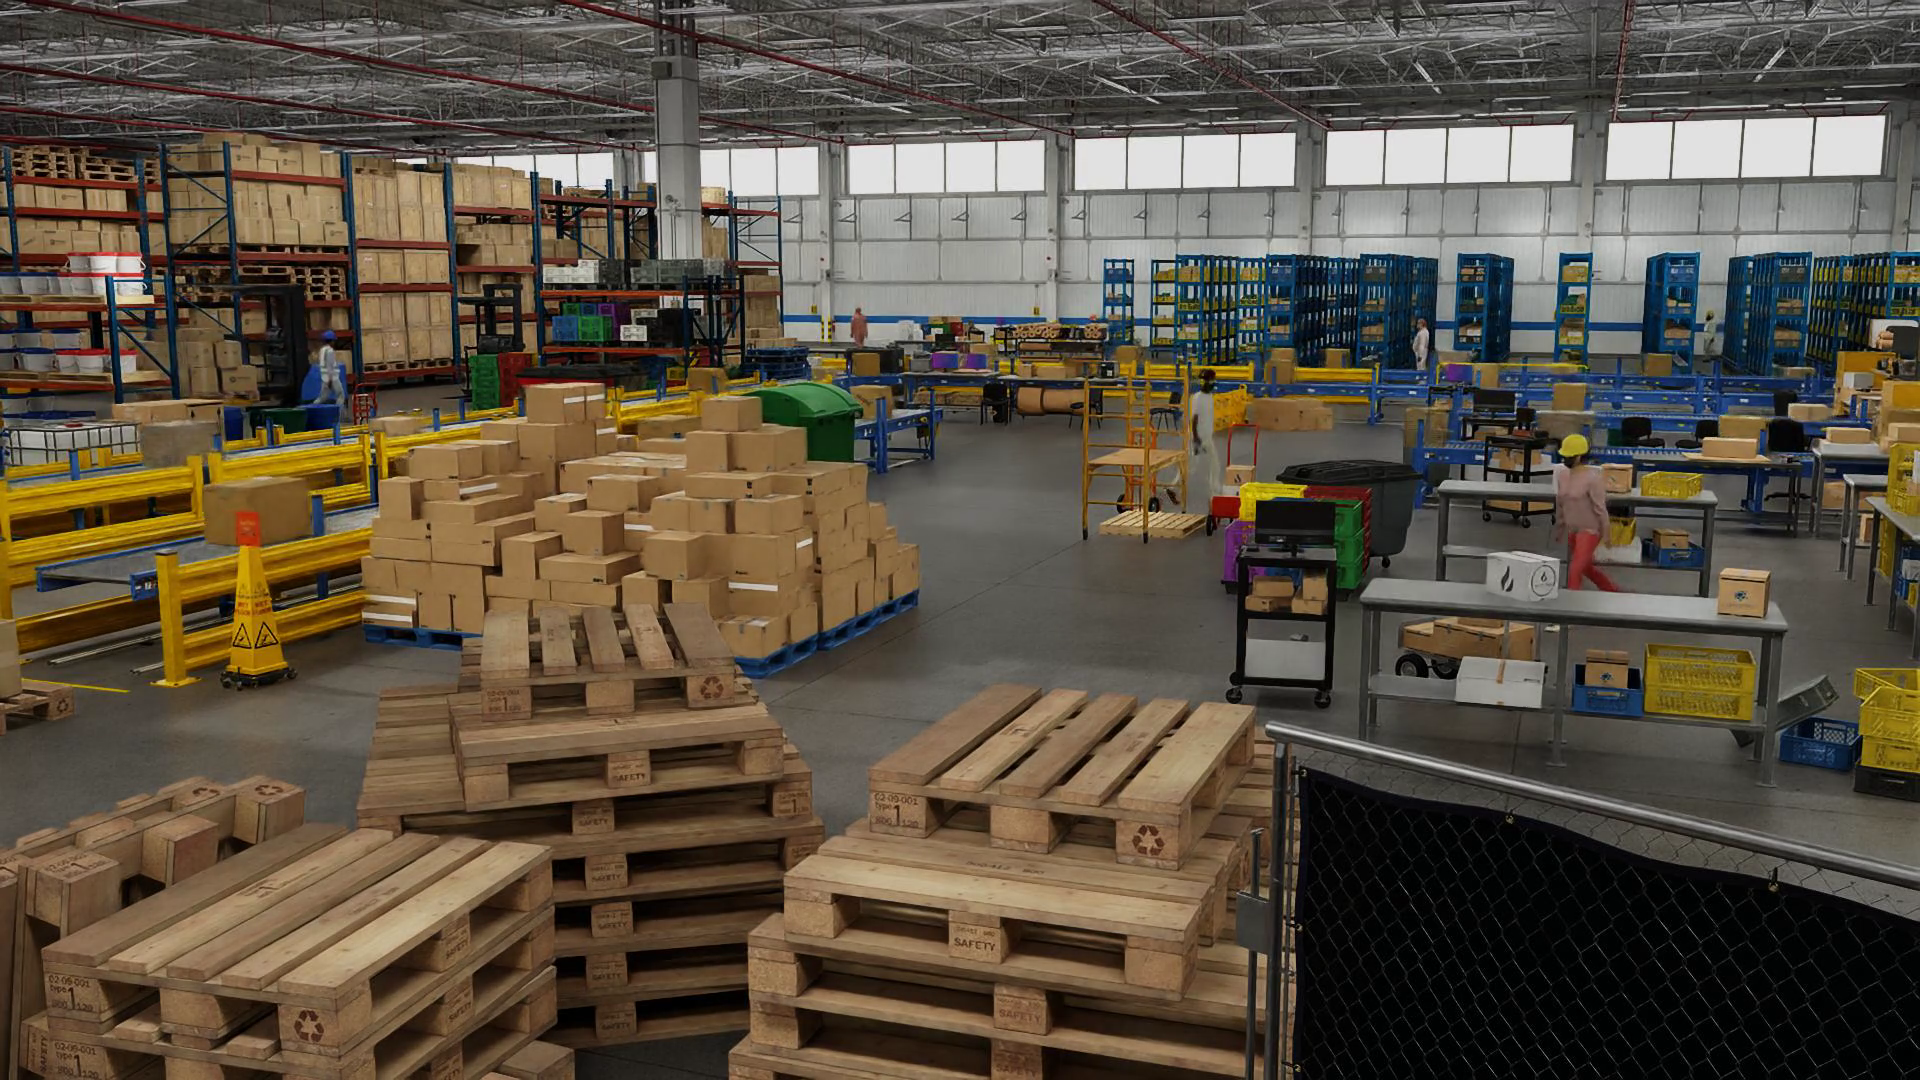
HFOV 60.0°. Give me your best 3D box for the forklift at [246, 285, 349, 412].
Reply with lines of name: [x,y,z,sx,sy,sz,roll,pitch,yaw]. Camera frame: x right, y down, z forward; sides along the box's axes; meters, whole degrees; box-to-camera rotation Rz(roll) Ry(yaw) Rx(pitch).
forklift: [-14.574,-4.198,36.447,1.873,2.768,1.129,-8,12,-42]

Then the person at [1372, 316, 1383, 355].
person: [13.015,-6.079,51.736,0.808,1.789,0.598,1,9,8]

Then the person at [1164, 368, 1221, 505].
person: [3.122,-1.333,21.749,0.909,1.839,0.532,7,11,36]

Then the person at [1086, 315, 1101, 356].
person: [4.462,-6.716,55.922,0.890,1.702,0.574,-3,9,-16]

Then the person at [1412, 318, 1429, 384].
person: [12.049,-4.843,43.547,0.407,1.906,0.655,3,10,20]

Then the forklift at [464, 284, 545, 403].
forklift: [-10.832,-4.702,39.610,1.129,2.768,1.873,3,10,20]

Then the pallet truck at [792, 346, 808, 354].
pallet truck: [-3.705,-4.298,42.022,0.653,1.274,1.630,3,10,20]

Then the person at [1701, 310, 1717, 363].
person: [25.943,-7.041,57.628,0.432,1.813,0.614,1,9,4]

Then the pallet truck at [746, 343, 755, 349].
pallet truck: [-6.183,-4.618,44.264,1.601,1.201,0.680,-9,12,-43]

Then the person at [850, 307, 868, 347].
person: [-3.607,-7.505,60.413,0.663,1.871,0.695,-8,12,-40]

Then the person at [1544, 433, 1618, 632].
person: [5.409,-0.081,14.253,0.887,1.717,0.550,-3,9,-17]

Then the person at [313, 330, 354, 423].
person: [-12.972,-3.340,34.092,0.890,1.923,0.603,-7,12,-38]

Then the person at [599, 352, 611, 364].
person: [-11.047,-6.030,51.433,0.665,1.780,0.406,7,11,37]
